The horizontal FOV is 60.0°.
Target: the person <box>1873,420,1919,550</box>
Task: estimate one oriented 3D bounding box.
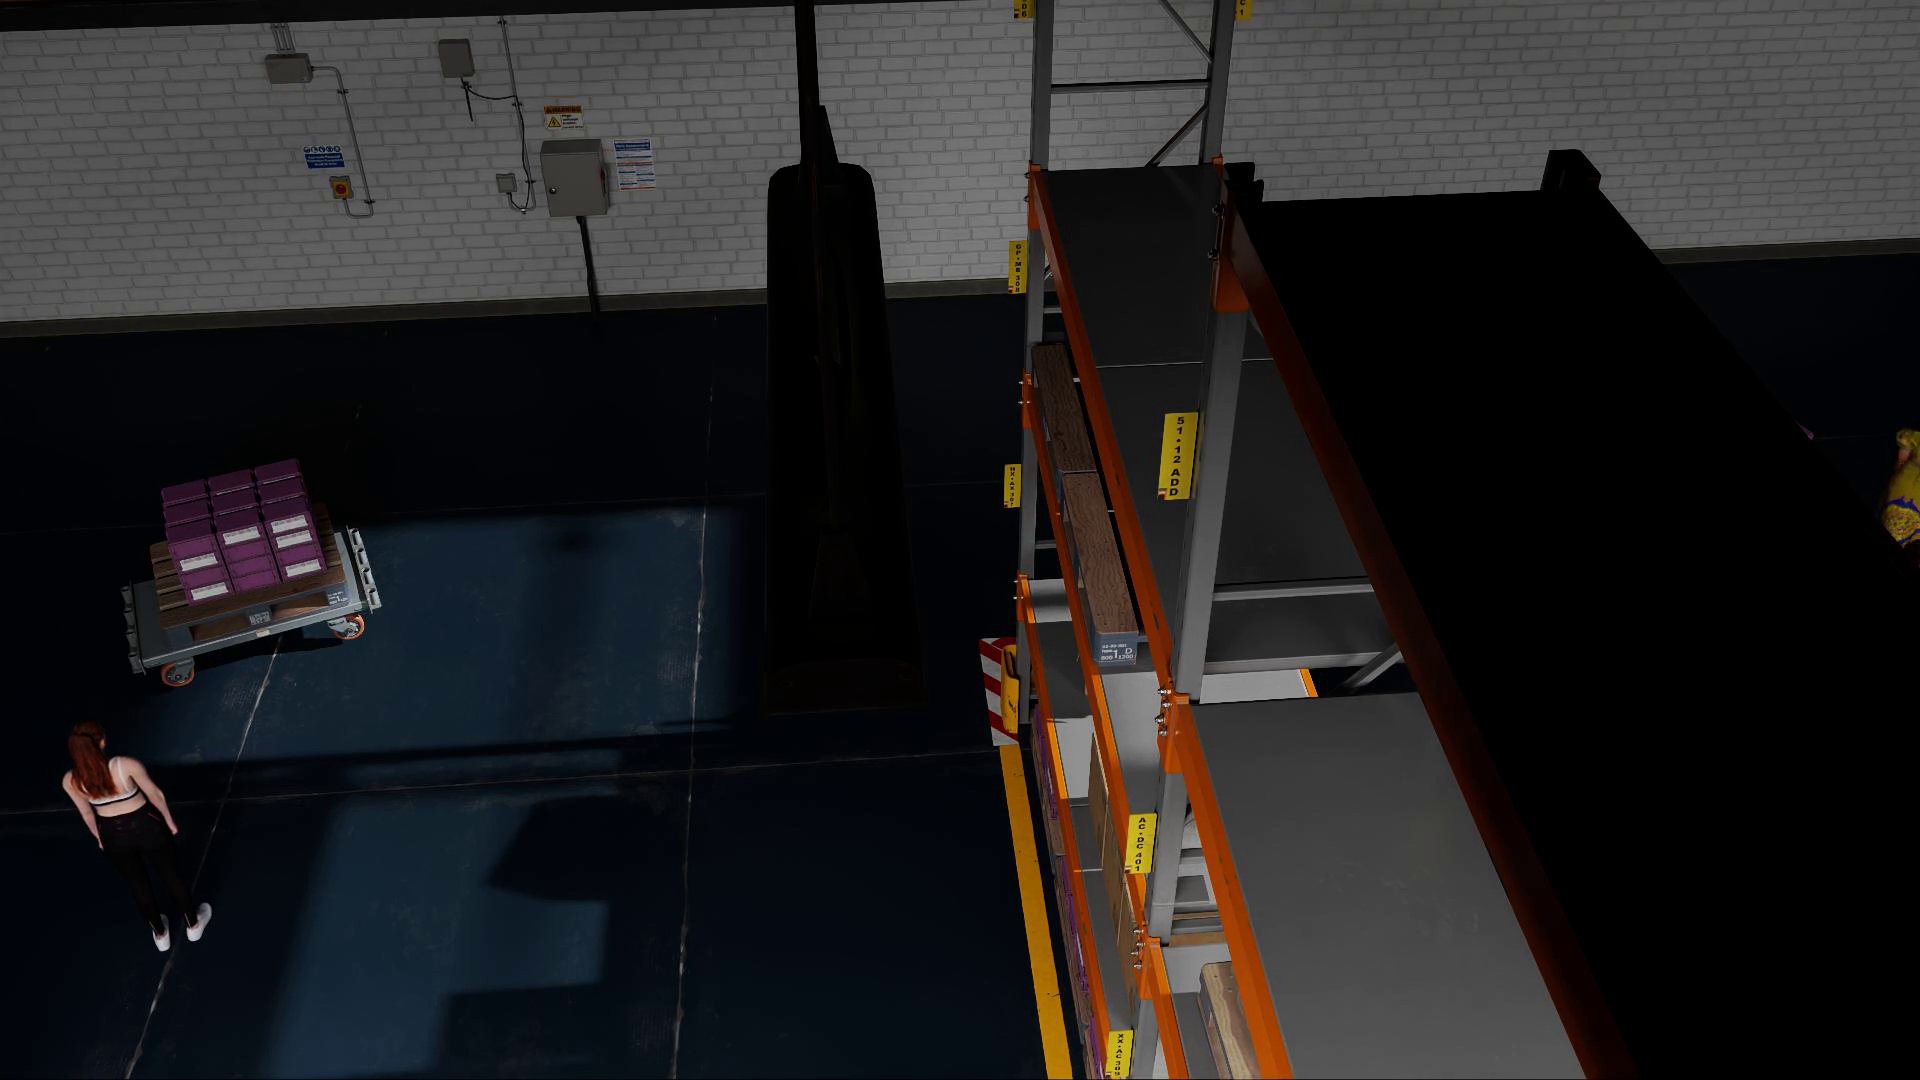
[{"bbox_3d":[6.826,-0.288,11.895,1.006,1.643,1.073,26,45,29],"label":"person"}]

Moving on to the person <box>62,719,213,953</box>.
[{"bbox_3d":[-4.657,1.664,9.373,0.627,1.740,0.583,-10,40,-13],"label":"person"}]
